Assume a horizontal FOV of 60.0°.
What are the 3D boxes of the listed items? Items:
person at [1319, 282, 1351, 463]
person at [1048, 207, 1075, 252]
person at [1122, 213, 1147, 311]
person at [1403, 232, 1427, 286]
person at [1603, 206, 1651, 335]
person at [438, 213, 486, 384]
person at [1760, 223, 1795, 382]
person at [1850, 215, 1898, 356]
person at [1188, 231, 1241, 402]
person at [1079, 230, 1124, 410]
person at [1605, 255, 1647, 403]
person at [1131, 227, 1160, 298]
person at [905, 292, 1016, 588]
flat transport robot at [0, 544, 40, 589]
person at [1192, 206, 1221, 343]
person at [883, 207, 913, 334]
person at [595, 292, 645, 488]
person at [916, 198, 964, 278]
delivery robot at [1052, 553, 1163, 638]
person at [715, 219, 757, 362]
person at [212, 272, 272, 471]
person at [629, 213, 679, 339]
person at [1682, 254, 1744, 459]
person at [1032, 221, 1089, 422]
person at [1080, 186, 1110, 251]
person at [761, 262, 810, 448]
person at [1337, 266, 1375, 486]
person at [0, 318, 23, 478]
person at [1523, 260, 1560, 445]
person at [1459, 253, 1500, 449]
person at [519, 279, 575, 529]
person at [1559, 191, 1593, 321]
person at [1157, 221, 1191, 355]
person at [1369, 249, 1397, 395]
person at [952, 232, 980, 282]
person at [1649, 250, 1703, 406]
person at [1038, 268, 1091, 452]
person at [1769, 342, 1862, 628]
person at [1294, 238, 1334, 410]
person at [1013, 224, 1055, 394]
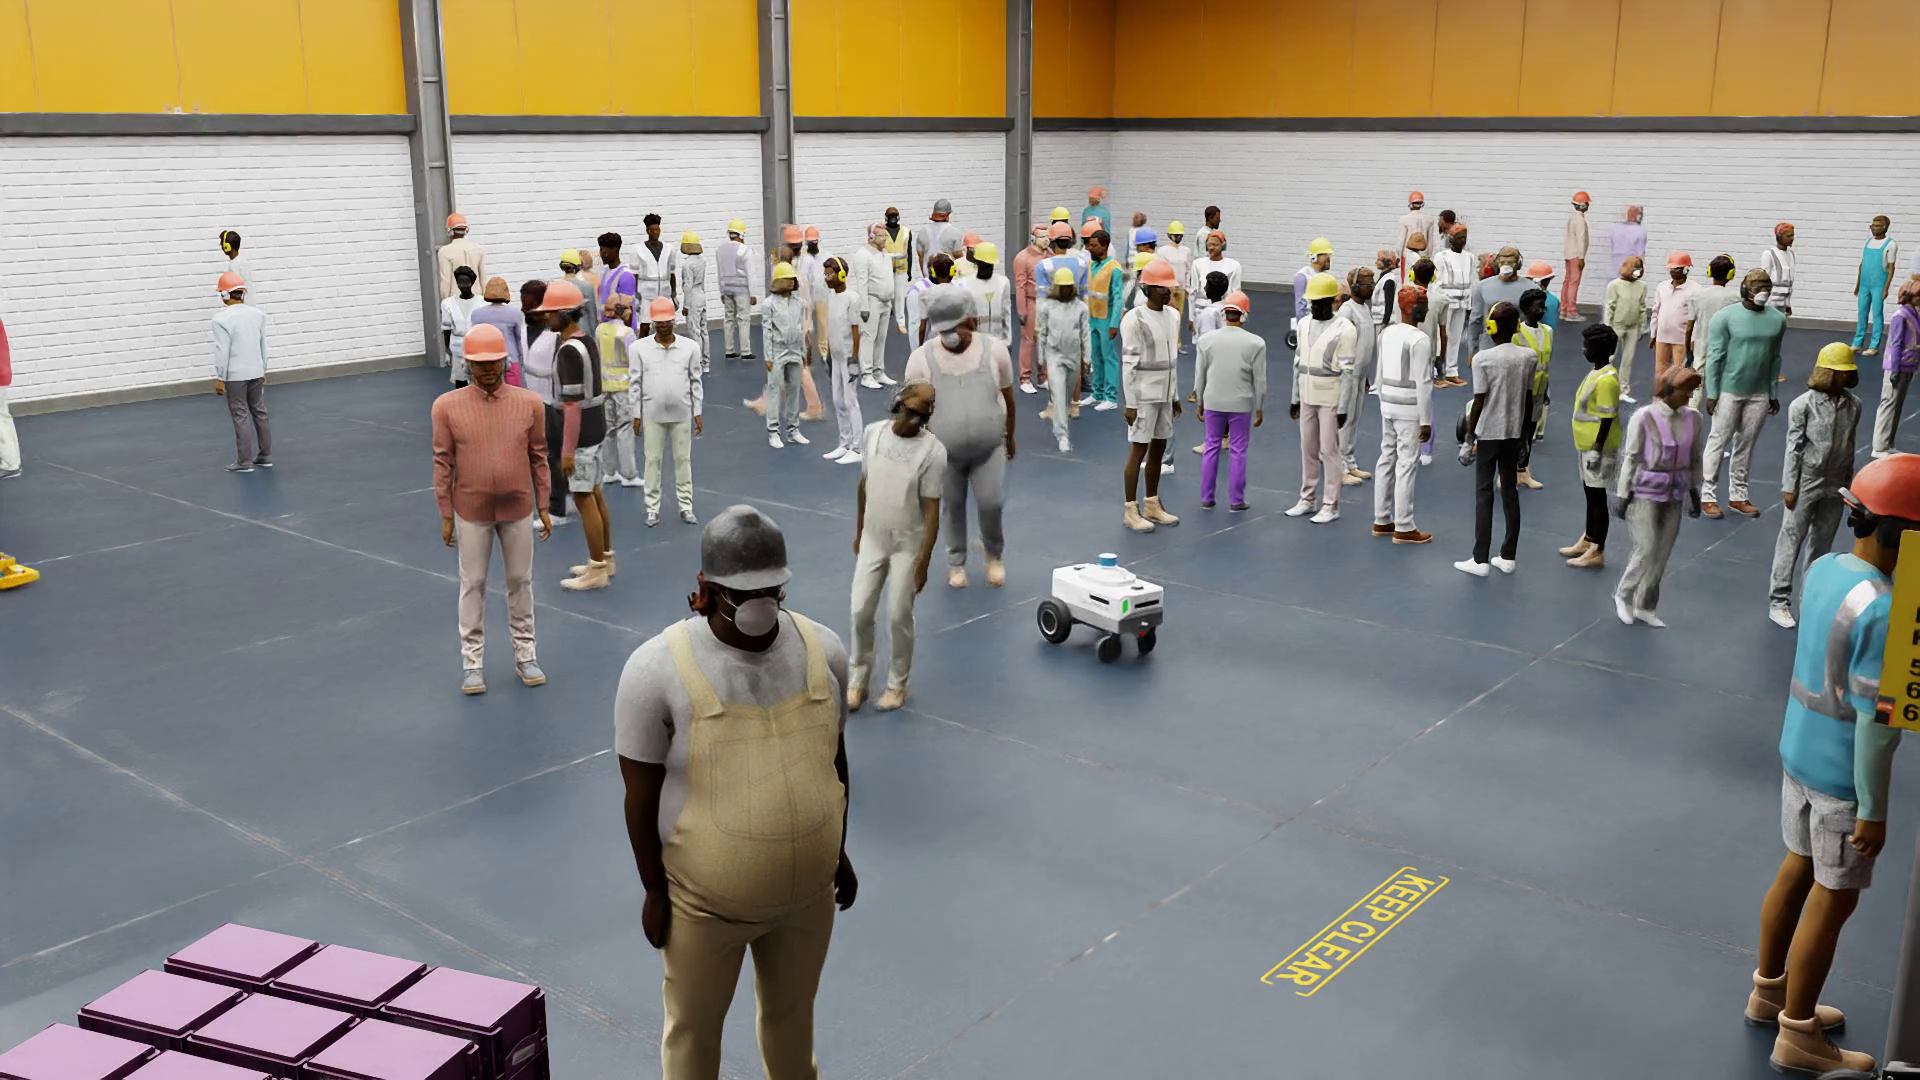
[{"bbox_3d":[3.374,-1.469,14.849,0.313,1.644,0.513,-2,14,-7],"label":"person"},{"bbox_3d":[1.360,-3.525,22.488,0.370,1.927,0.588,4,14,14],"label":"person"},{"bbox_3d":[2.905,-4.571,27.341,0.860,1.596,0.532,-8,16,-28],"label":"person"},{"bbox_3d":[5.982,-3.235,21.920,0.277,1.636,0.502,0,14,-1],"label":"person"},{"bbox_3d":[9.697,-3.863,23.975,0.951,1.866,0.646,-8,16,-30],"label":"person"},{"bbox_3d":[-5.877,-2.850,19.655,0.396,1.992,0.622,11,18,38],"label":"person"},{"bbox_3d":[9.648,-2.797,19.673,0.576,1.882,0.355,-10,17,-34],"label":"person"},{"bbox_3d":[12.076,-3.361,22.001,0.345,1.847,0.504,-6,15,-22],"label":"person"},{"bbox_3d":[2.774,-2.436,18.228,0.574,1.883,0.356,6,15,23],"label":"person"},{"bbox_3d":[1.537,-2.355,17.837,0.393,1.916,0.590,-7,16,-26],"label":"person"},{"bbox_3d":[7.283,-2.306,18.238,0.503,1.628,0.275,-3,14,-13],"label":"person"},{"bbox_3d":[2.063,-2.436,18.130,0.425,1.936,0.626,2,14,7],"label":"person"},{"bbox_3d":[0.003,-0.652,10.779,0.720,2.000,0.673,0,14,0],"label":"person"},{"bbox_3d":[-6.808,0.269,10.686,0.652,0.197,1.431,10,17,35],"label":"flat transport robot"},{"bbox_3d":[3.432,-3.700,23.233,0.385,1.910,0.592,6,15,22],"label":"person"},{"bbox_3d":[-0.987,-3.929,24.279,0.627,1.844,0.429,-4,14,-14],"label":"person"},{"bbox_3d":[-2.872,-1.263,14.035,0.518,1.638,0.315,12,19,41],"label":"person"},{"bbox_3d":[-0.220,-3.612,22.607,0.684,2.000,0.538,7,16,26],"label":"person"},{"bbox_3d":[0.860,0.322,9.710,0.477,0.478,0.707,-10,17,-34],"label":"delivery robot"},{"bbox_3d":[-2.869,-3.220,21.483,0.594,1.825,0.403,9,17,32],"label":"person"},{"bbox_3d":[-6.355,-1.484,14.685,0.329,1.751,0.571,5,15,21],"label":"person"},{"bbox_3d":[-3.715,-2.982,20.238,0.600,1.967,0.368,-8,16,-30],"label":"person"},{"bbox_3d":[6.867,-1.665,15.175,0.514,1.872,0.328,11,18,37],"label":"person"},{"bbox_3d":[1.021,-2.245,17.139,0.614,2.041,0.393,-6,15,-24],"label":"person"},{"bbox_3d":[2.288,-5.072,28.548,0.402,1.990,0.625,-12,19,-40],"label":"person"},{"bbox_3d":[-1.650,-1.754,15.781,0.492,1.746,0.285,-13,19,-42],"label":"person"},{"bbox_3d":[3.356,-1.394,14.141,0.345,1.846,0.508,8,16,30],"label":"person"},{"bbox_3d":[-8.419,-1.409,14.418,0.354,1.741,0.568,-7,16,-26],"label":"person"},{"bbox_3d":[5.476,-1.784,15.885,0.329,1.751,0.566,11,18,38],"label":"person"},{"bbox_3d":[4.957,-1.756,15.587,0.373,1.843,0.570,9,16,31],"label":"person"},{"bbox_3d":[-3.085,-1.022,12.547,0.463,1.897,0.625,-12,19,-41],"label":"person"},{"bbox_3d":[9.603,-4.416,25.910,0.375,1.997,0.612,0,14,1],"label":"person"},{"bbox_3d":[2.832,-3.321,22.004,0.525,1.769,0.316,-8,16,-28],"label":"person"},{"bbox_3d":[4.792,-2.463,18.825,0.311,1.642,0.512,1,14,5],"label":"person"},{"bbox_3d":[0.136,-2.820,20.022,0.564,1.752,0.339,-9,16,-31],"label":"person"},{"bbox_3d":[7.362,-2.106,17.172,0.343,1.749,0.572,-9,17,-31],"label":"person"},{"bbox_3d":[0.987,-1.742,15.833,0.496,1.705,0.873,-2,14,-8],"label":"person"},{"bbox_3d":[5.224,-0.330,10.095,0.493,1.743,0.299,-4,14,-14],"label":"person"},{"bbox_3d":[3.806,-2.302,17.784,0.589,1.837,0.403,-13,19,-42],"label":"person"},{"bbox_3d":[0.909,-2.637,18.984,0.643,1.909,0.410,-12,19,-40],"label":"person"}]
